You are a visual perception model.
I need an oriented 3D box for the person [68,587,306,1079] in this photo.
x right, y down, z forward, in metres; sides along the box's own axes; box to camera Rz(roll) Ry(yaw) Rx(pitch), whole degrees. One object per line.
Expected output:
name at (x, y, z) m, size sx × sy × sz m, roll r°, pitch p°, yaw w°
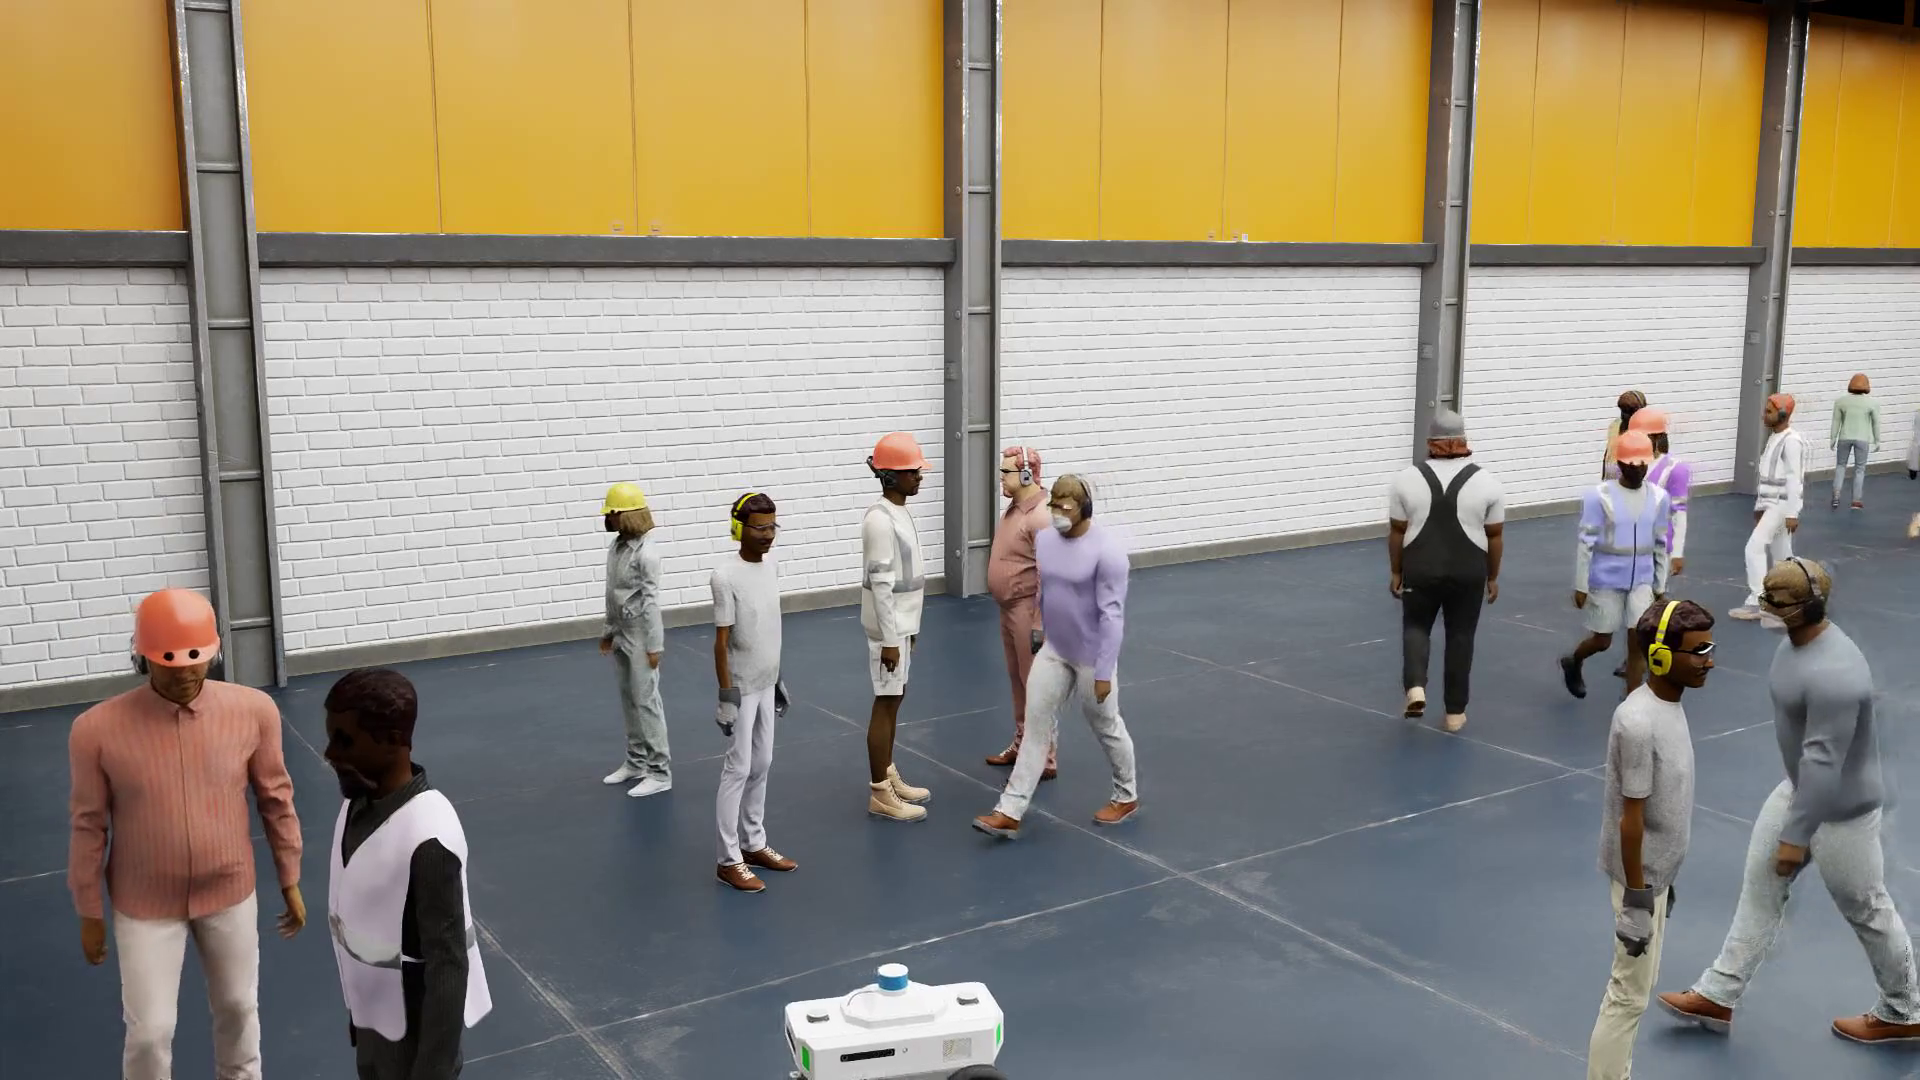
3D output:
person at (-2.365, 1.096, 5.137) m, size 0.655 × 1.967 × 0.494 m, roll -7°, pitch 12°, yaw -37°

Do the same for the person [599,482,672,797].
person at (-1.820, 0.540, 9.177) m, size 0.317 × 1.738 × 0.489 m, roll -7°, pitch 11°, yaw -35°

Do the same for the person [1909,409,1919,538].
person at (10.019, -0.795, 17.035) m, size 0.639 × 1.808 × 0.800 m, roll 0°, pitch 9°, yaw 0°

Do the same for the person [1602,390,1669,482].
person at (5.947, -0.420, 14.722) m, size 0.534 × 1.820 × 0.795 m, roll -3°, pitch 10°, yaw -19°

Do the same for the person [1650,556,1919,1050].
person at (3.134, 0.980, 6.125) m, size 1.020 × 1.864 × 0.642 m, roll 1°, pitch 10°, yaw 8°

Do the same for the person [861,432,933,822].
person at (-0.329, 0.449, 8.789) m, size 0.377 × 2.045 × 0.605 m, roll 1°, pitch 9°, yaw 5°

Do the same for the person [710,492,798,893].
person at (-0.973, 0.699, 7.827) m, size 0.310 × 1.864 × 0.534 m, roll 4°, pitch 10°, yaw 25°

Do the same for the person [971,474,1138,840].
person at (0.561, 0.595, 8.427) m, size 1.029 × 1.873 × 0.648 m, roll -8°, pitch 13°, yaw -41°

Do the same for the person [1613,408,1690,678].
person at (4.788, 0.031, 11.670) m, size 0.418 × 1.920 × 0.567 m, roll -6°, pitch 11°, yaw -33°

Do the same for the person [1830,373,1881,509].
person at (10.685, -1.180, 19.863) m, size 0.518 × 1.632 × 0.307 m, roll 8°, pitch 12°, yaw 40°

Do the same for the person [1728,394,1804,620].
person at (6.586, -0.263, 13.608) m, size 0.687 × 1.861 × 0.616 m, roll 3°, pitch 10°, yaw 15°

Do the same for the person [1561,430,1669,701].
person at (4.167, 0.227, 10.575) m, size 0.560 × 1.908 × 0.769 m, roll -1°, pitch 9°, yaw -3°

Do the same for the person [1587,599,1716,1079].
person at (2.231, 1.103, 5.377) m, size 0.310 × 1.868 × 0.532 m, roll 6°, pitch 11°, yaw 30°

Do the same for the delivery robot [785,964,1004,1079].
delivery robot at (-0.226, 1.674, 5.604) m, size 0.707 × 0.478 × 0.477 m, roll -3°, pitch 10°, yaw -15°

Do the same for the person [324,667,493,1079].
person at (-1.435, 1.257, 4.312) m, size 0.392 × 1.917 × 0.589 m, roll -7°, pitch 12°, yaw -37°

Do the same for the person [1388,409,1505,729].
person at (3.055, 0.173, 10.465) m, size 0.691 × 2.000 × 0.540 m, roll 3°, pitch 10°, yaw 20°

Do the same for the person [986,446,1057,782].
person at (0.351, 0.416, 9.406) m, size 0.402 × 1.906 × 0.652 m, roll -3°, pitch 10°, yaw -15°
